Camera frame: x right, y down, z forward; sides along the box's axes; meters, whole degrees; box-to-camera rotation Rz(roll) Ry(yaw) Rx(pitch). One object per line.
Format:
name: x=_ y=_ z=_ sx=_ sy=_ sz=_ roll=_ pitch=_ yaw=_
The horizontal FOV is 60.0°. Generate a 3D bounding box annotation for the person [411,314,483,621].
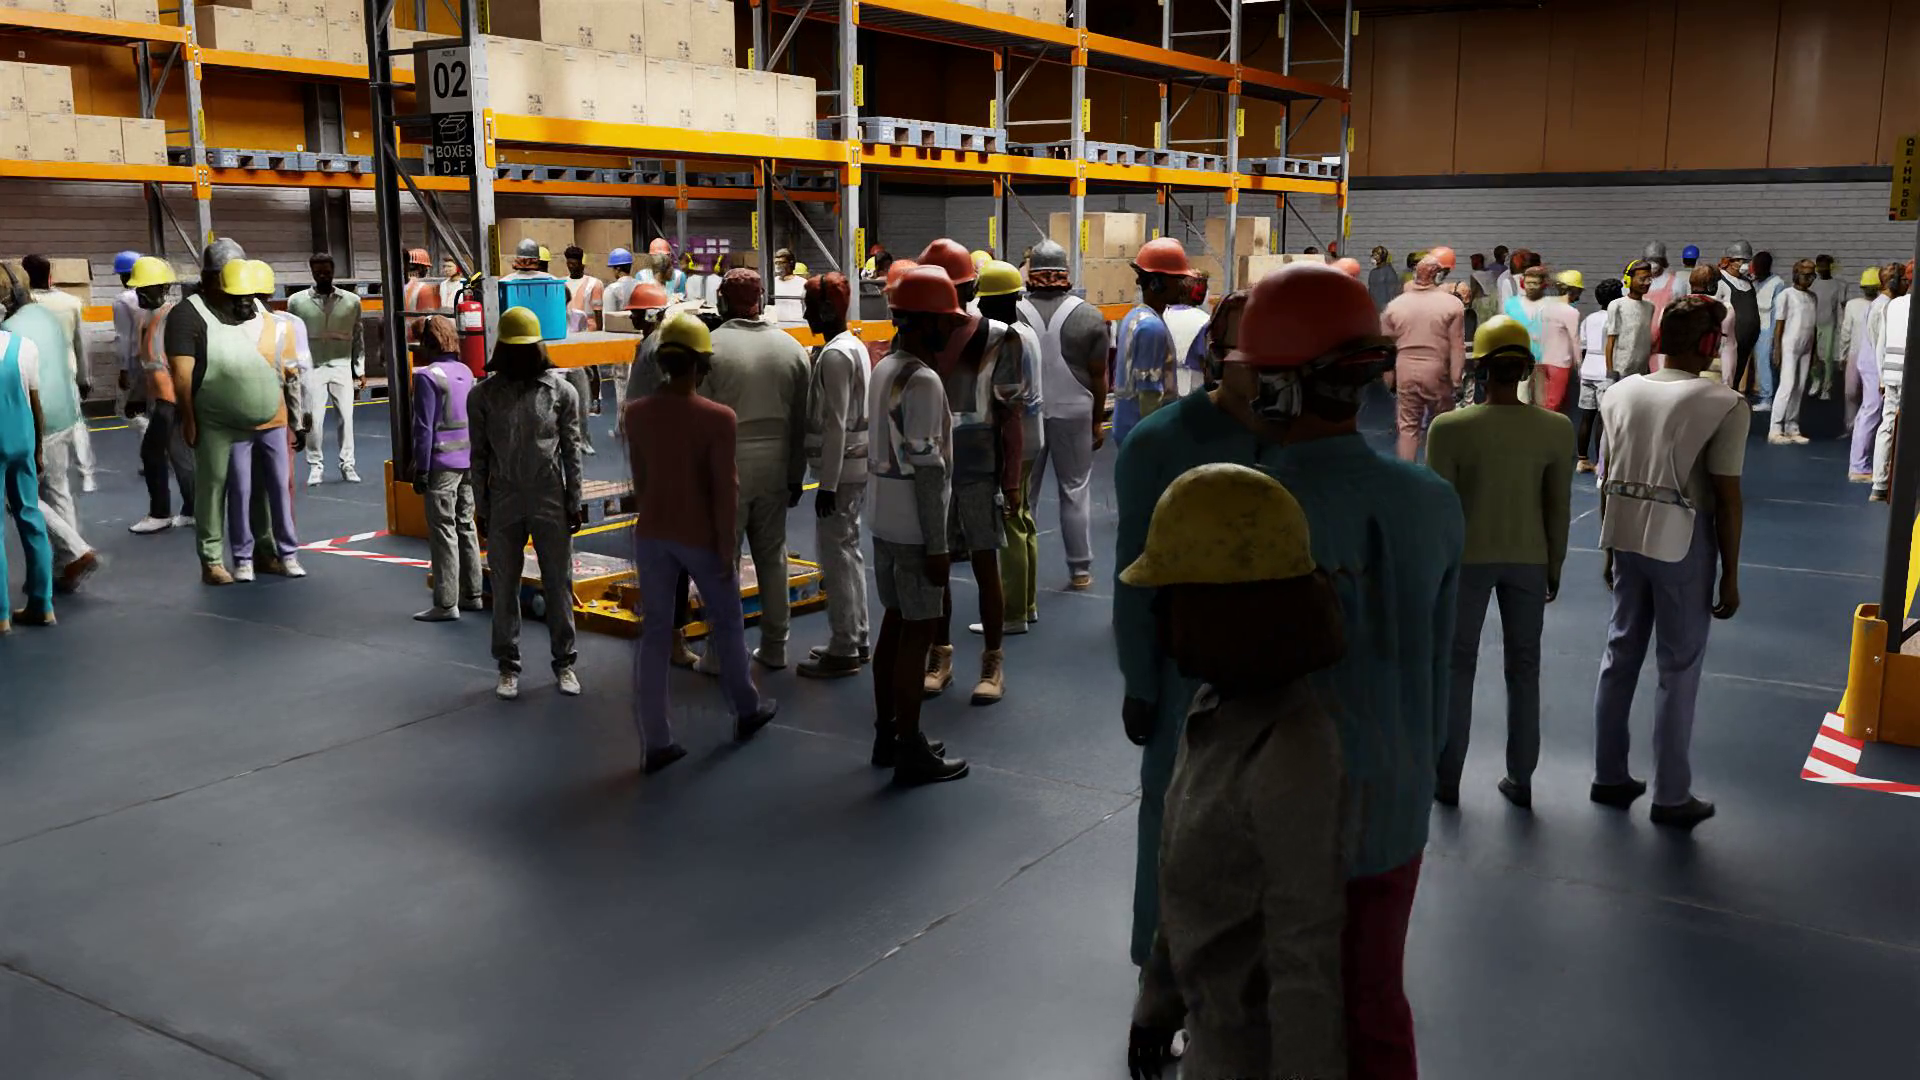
person: x=-2.750 y=-0.388 z=8.923 sx=0.319 sy=1.631 sz=0.524 roll=2 pitch=10 yaw=11

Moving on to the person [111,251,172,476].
person: x=-6.934 y=-1.480 z=14.139 sx=0.439 sy=1.927 sz=0.641 roll=3 pitch=11 yaw=17

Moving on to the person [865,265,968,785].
person: x=-0.155 y=-0.054 z=6.238 sx=0.387 sy=1.930 sz=0.544 roll=-4 pitch=11 yaw=-20

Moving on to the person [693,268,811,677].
person: x=-1.009 y=-0.311 z=7.775 sx=0.653 sy=1.894 sz=0.401 roll=-8 pitch=13 yaw=-36

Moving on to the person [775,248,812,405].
person: x=-1.744 y=-1.954 z=16.742 sx=0.629 sy=1.940 sz=0.372 roll=4 pitch=11 yaw=20

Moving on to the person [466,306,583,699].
person: x=-1.907 y=-0.157 z=7.346 sx=0.485 sy=1.737 sz=0.320 roll=-3 pitch=11 yaw=-14

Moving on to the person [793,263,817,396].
person: x=-2.019 y=-2.690 z=21.408 sx=0.356 sy=1.734 sz=0.483 roll=5 pitch=11 yaw=25

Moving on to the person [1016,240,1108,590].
person: x=0.518 y=-0.731 z=9.683 sx=0.679 sy=2.000 sz=0.535 roll=1 pitch=10 yaw=7

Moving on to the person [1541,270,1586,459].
person: x=5.551 y=-1.569 z=15.128 sx=0.638 sy=1.748 sz=0.546 roll=-1 pitch=10 yaw=-6

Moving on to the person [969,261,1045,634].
person: x=0.232 y=-0.468 z=8.572 sx=0.394 sy=1.918 sz=0.585 roll=2 pitch=10 yaw=11

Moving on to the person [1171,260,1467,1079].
person: x=0.622 y=0.506 z=2.989 sx=0.619 sy=1.988 sz=0.402 roll=-6 pitch=12 yaw=-31

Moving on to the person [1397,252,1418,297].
person: x=6.854 y=-3.443 z=25.274 sx=0.430 sy=1.841 sz=0.624 roll=3 pitch=11 yaw=15

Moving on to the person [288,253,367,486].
person: x=-5.247 y=-1.418 z=13.830 sx=0.590 sy=1.919 sz=0.394 roll=-5 pitch=11 yaw=-27

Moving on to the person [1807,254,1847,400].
person: x=11.034 y=-2.704 z=21.193 sx=0.643 sy=1.850 sz=0.397 roll=9 pitch=14 yaw=42

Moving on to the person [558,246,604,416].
person: x=-4.379 y=-2.387 z=19.105 sx=0.602 sy=1.957 sz=0.385 roll=1 pitch=10 yaw=8

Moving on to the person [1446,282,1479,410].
person: x=4.708 y=-1.613 z=15.707 sx=0.514 sy=1.634 sz=0.313 roll=-9 pitch=14 yaw=-41

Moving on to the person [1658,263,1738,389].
person: x=5.746 y=-1.221 z=12.945 sx=0.430 sy=1.845 sz=0.619 roll=-7 pitch=13 yaw=-36

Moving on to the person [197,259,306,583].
person: x=-4.205 y=-0.701 z=9.875 sx=0.593 sy=1.915 sz=0.392 roll=-7 pitch=13 yaw=-35

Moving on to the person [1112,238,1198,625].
person: x=0.988 y=-0.513 z=8.507 sx=0.415 sy=2.035 sz=0.609 roll=0 pitch=10 yaw=0

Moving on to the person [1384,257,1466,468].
person: x=3.667 y=-1.269 z=13.069 sx=0.678 sy=1.887 sz=0.540 roll=7 pitch=12 yaw=34

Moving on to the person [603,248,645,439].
person: x=-3.409 y=-2.004 z=17.029 sx=0.413 sy=1.939 sz=0.605 roll=8 pitch=13 yaw=38

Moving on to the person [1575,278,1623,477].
person: x=5.514 y=-1.386 z=14.260 sx=0.321 sy=1.697 sz=0.529 roll=-3 pitch=11 yaw=-14

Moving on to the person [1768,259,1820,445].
person: x=8.303 y=-1.857 z=16.501 sx=0.511 sy=1.839 sz=0.375 roll=-4 pitch=11 yaw=-22

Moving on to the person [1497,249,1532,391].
person: x=7.437 y=-2.916 z=22.181 sx=0.638 sy=1.902 sz=0.408 roll=-7 pitch=12 yaw=-32

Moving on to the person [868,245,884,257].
person: x=-1.445 y=-4.221 z=29.302 sx=0.359 sy=1.936 sz=0.552 roll=-8 pitch=13 yaw=-36

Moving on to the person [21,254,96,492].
person: x=-7.210 y=-1.303 z=13.252 sx=0.367 sy=1.909 sz=0.654 roll=6 pitch=12 yaw=29

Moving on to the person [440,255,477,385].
person: x=-5.975 y=-2.469 z=19.849 sx=0.564 sy=1.846 sz=0.390 roll=6 pitch=12 yaw=29

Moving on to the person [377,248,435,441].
person: x=-5.555 y=-1.935 z=16.589 sx=0.645 sy=1.945 sz=0.592 roll=5 pitch=11 yaw=24

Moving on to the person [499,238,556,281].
person: x=-4.139 y=-1.889 z=16.096 sx=0.672 sy=2.000 sz=0.536 roll=-2 pitch=10 yaw=-12

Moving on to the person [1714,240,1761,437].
person: x=7.833 y=-2.032 z=16.892 sx=0.681 sy=2.000 sz=0.535 roll=-6 pitch=12 yaw=-31

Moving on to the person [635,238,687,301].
person: x=-3.571 y=-2.584 z=19.943 sx=0.614 sy=2.041 sz=0.393 roll=-3 pitch=11 yaw=-15

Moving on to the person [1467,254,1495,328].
person: x=8.398 y=-3.737 z=27.001 sx=0.760 sy=1.799 sz=0.615 roll=10 pitch=14 yaw=44

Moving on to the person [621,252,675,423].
person: x=-2.918 y=-1.858 z=16.307 sx=0.745 sy=1.901 sz=0.650 roll=2 pitch=10 yaw=9
